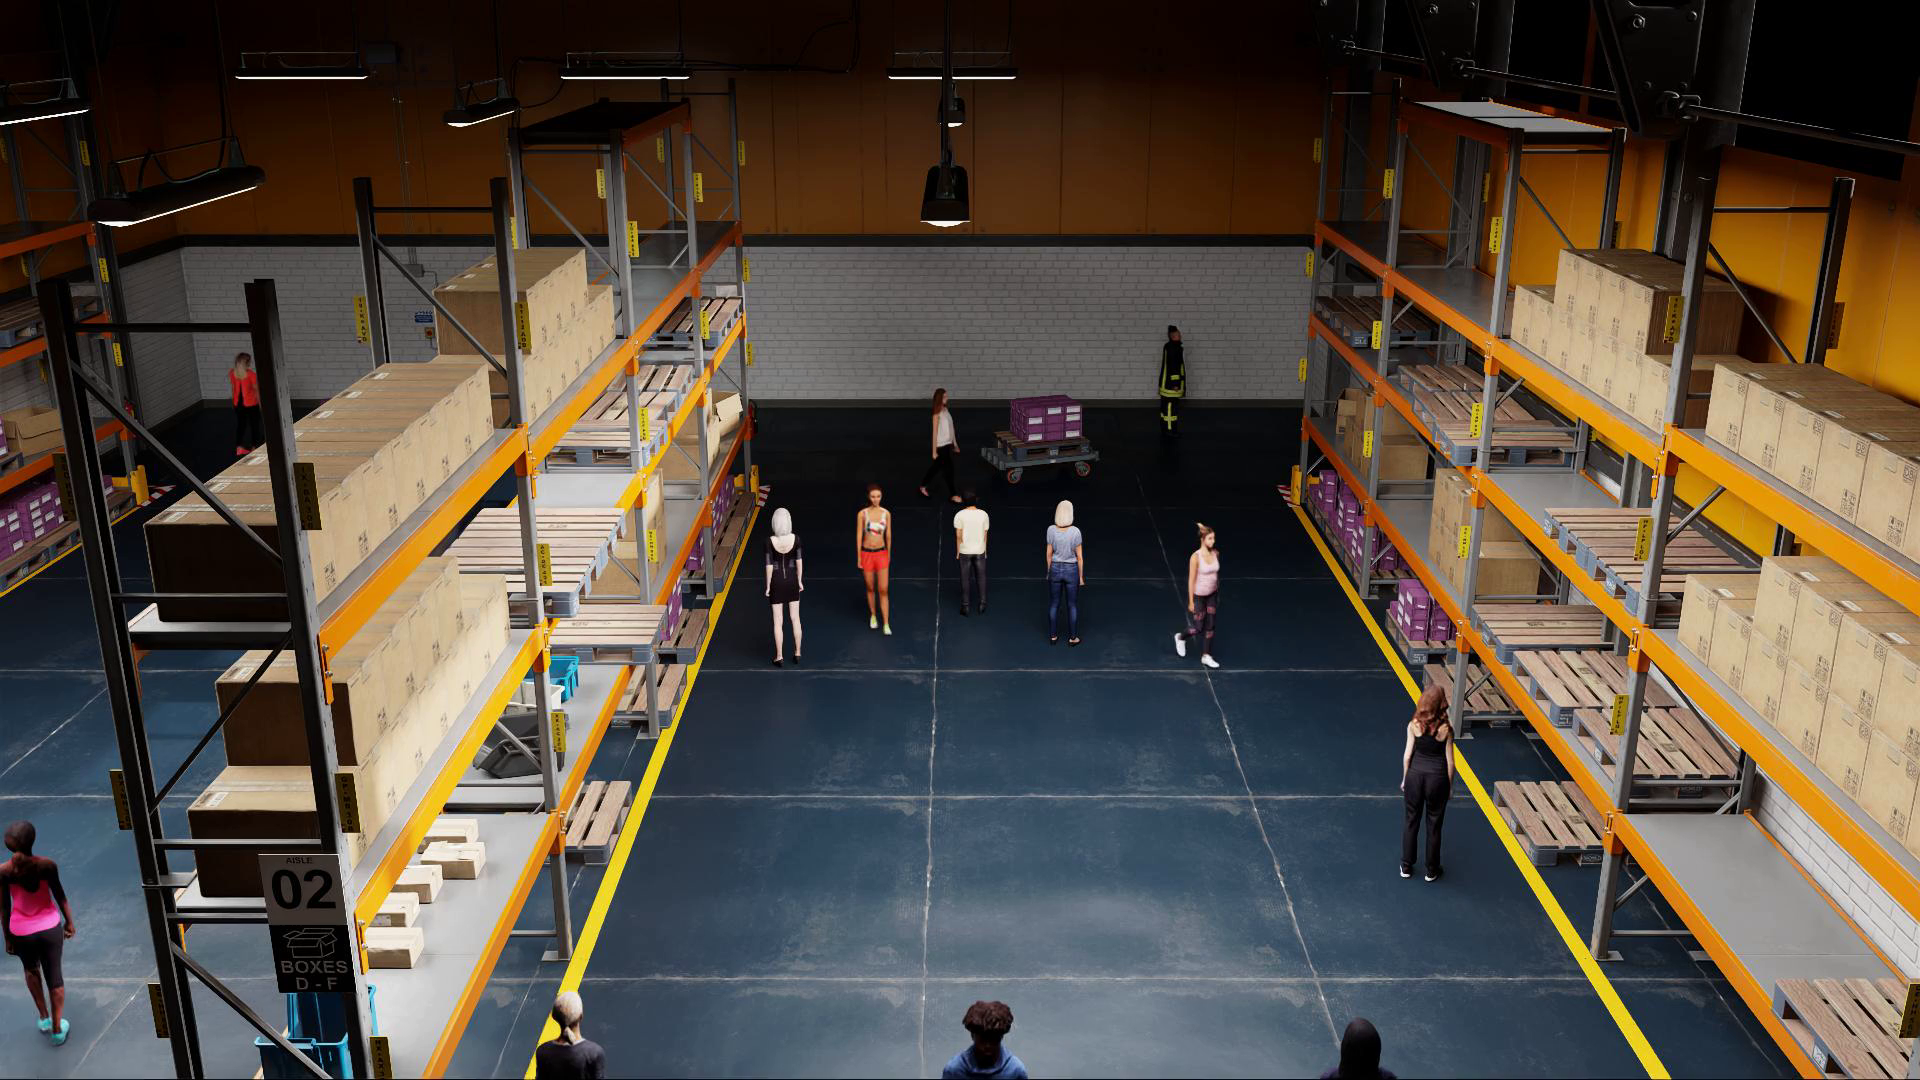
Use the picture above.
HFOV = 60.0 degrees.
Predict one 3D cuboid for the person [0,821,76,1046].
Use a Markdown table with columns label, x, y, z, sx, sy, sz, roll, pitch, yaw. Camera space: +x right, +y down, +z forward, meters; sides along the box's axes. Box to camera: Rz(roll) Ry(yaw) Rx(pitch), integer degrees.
| label | x | y | z | sx | sy | sz | roll | pitch | yaw |
| --- | --- | --- | --- | --- | --- | --- | --- | --- | --- |
| person | -6.512 | 2.805 | 11.707 | 0.675 | 1.711 | 0.716 | -7 | 20 | -20 |

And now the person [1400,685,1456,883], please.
| label | x | y | z | sx | sy | sz | roll | pitch | yaw |
| --- | --- | --- | --- | --- | --- | --- | --- | --- | --- |
| person | 3.913 | 2.029 | 13.954 | 0.656 | 1.747 | 0.647 | 8 | 20 | 23 |

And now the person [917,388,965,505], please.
| label | x | y | z | sx | sy | sz | roll | pitch | yaw |
| --- | --- | --- | --- | --- | --- | --- | --- | --- | --- |
| person | -0.333 | -1.351 | 24.080 | 0.877 | 1.688 | 1.080 | 7 | 20 | 19 |

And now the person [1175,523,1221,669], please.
| label | x | y | z | sx | sy | sz | roll | pitch | yaw |
| --- | --- | --- | --- | --- | --- | --- | --- | --- | --- |
| person | 2.640 | 0.601 | 18.383 | 0.811 | 1.626 | 0.916 | -12 | 22 | -33 |

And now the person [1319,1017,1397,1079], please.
| label | x | y | z | sx | sy | sz | roll | pitch | yaw |
| --- | --- | --- | --- | --- | --- | --- | --- | --- | --- |
| person | 2.252 | 3.512 | 9.570 | 0.606 | 1.734 | 0.523 | 0 | 19 | -1 |

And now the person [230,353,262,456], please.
| label | x | y | z | sx | sy | sz | roll | pitch | yaw |
| --- | --- | --- | --- | --- | --- | --- | --- | --- | --- |
| person | -11.340 | -2.120 | 26.404 | 0.678 | 1.664 | 0.633 | 1 | 19 | 2 |

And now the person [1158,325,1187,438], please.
| label | x | y | z | sx | sy | sz | roll | pitch | yaw |
| --- | --- | --- | --- | --- | --- | --- | --- | --- | --- |
| person | 3.528 | -2.681 | 27.764 | 0.791 | 1.860 | 0.602 | -1 | 19 | -2 |

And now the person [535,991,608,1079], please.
| label | x | y | z | sx | sy | sz | roll | pitch | yaw |
| --- | --- | --- | --- | --- | --- | --- | --- | --- | --- |
| person | -2.266 | 3.478 | 9.752 | 0.646 | 1.682 | 1.065 | 0 | 19 | 1 |

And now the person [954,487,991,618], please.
| label | x | y | z | sx | sy | sz | roll | pitch | yaw |
| --- | --- | --- | --- | --- | --- | --- | --- | --- | --- |
| person | 0.142 | 0.140 | 19.809 | 0.632 | 1.590 | 0.549 | -4 | 19 | -11 |

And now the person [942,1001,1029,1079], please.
| label | x | y | z | sx | sy | sz | roll | pitch | yaw |
| --- | --- | --- | --- | --- | --- | --- | --- | --- | --- |
| person | 0.142 | 3.466 | 9.582 | 0.678 | 1.814 | 0.588 | -1 | 19 | -3 |

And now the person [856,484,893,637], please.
| label | x | y | z | sx | sy | sz | roll | pitch | yaw |
| --- | --- | --- | --- | --- | --- | --- | --- | --- | --- |
| person | -1.024 | 0.194 | 19.367 | 0.667 | 1.769 | 0.951 | -3 | 19 | -9 |

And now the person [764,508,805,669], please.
| label | x | y | z | sx | sy | sz | roll | pitch | yaw |
| --- | --- | --- | --- | --- | --- | --- | --- | --- | --- |
| person | -1.937 | 0.512 | 18.328 | 0.650 | 1.830 | 0.627 | -8 | 20 | -22 |

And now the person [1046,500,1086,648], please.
| label | x | y | z | sx | sy | sz | roll | pitch | yaw |
| --- | --- | --- | --- | --- | --- | --- | --- | --- | --- |
| person | 1.185 | 0.373 | 18.908 | 0.647 | 1.723 | 0.610 | 6 | 20 | 17 |
